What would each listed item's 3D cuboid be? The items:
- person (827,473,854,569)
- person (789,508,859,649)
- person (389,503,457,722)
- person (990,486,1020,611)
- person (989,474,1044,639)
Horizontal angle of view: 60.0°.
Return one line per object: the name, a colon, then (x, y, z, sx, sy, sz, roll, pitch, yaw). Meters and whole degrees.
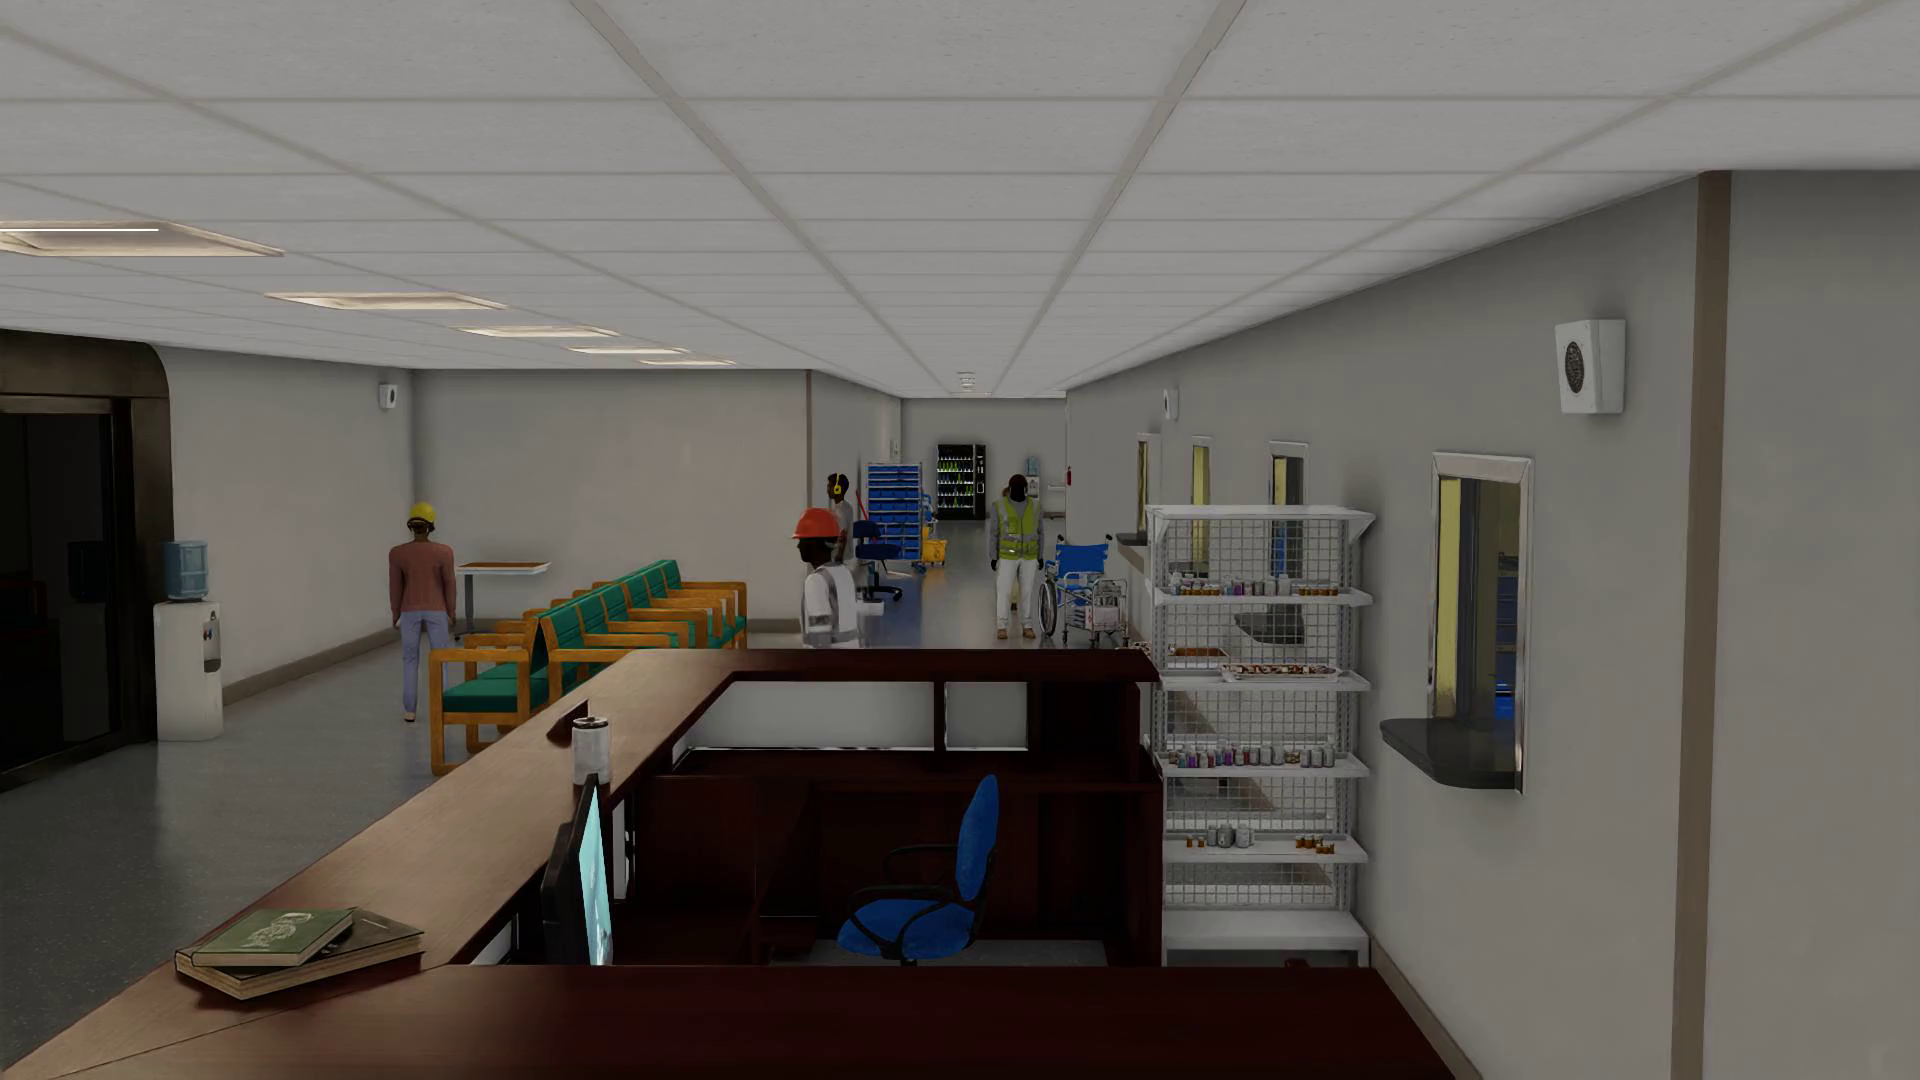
person: (-1.296, 0.221, 17.766, 0.321, 1.871, 0.532, 0, 4, 0)
person: (-0.798, 0.776, 9.669, 0.578, 1.918, 0.555, 2, 4, 23)
person: (-4.317, 0.584, 13.394, 0.523, 1.769, 0.313, -1, 4, -9)
person: (0.634, 0.089, 21.394, 0.517, 1.607, 0.665, 0, 4, -1)
person: (0.640, 0.186, 18.471, 0.634, 1.839, 0.429, -1, 4, -12)
